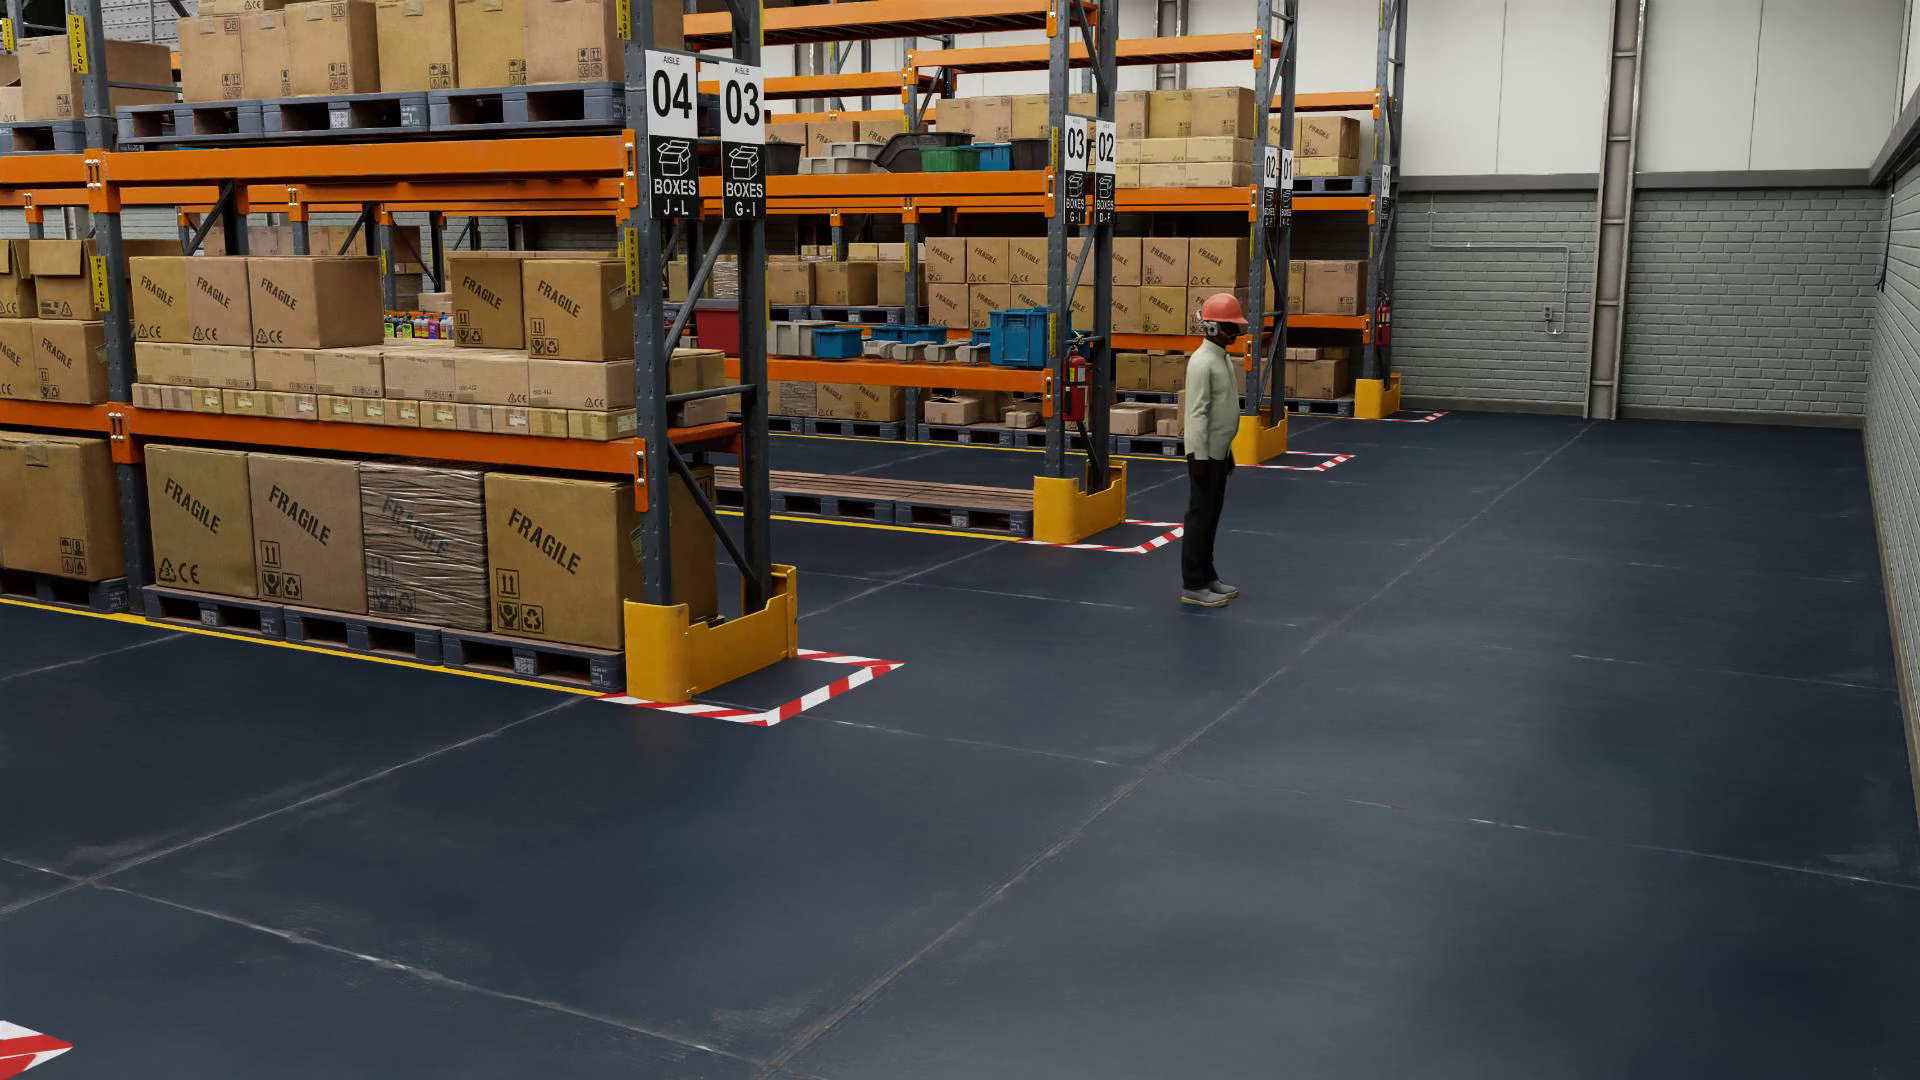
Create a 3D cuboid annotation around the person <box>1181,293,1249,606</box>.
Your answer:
[{"bbox_3d":[1.623,-0.574,10.624,0.401,1.990,0.615,4,11,22],"label":"person"}]
